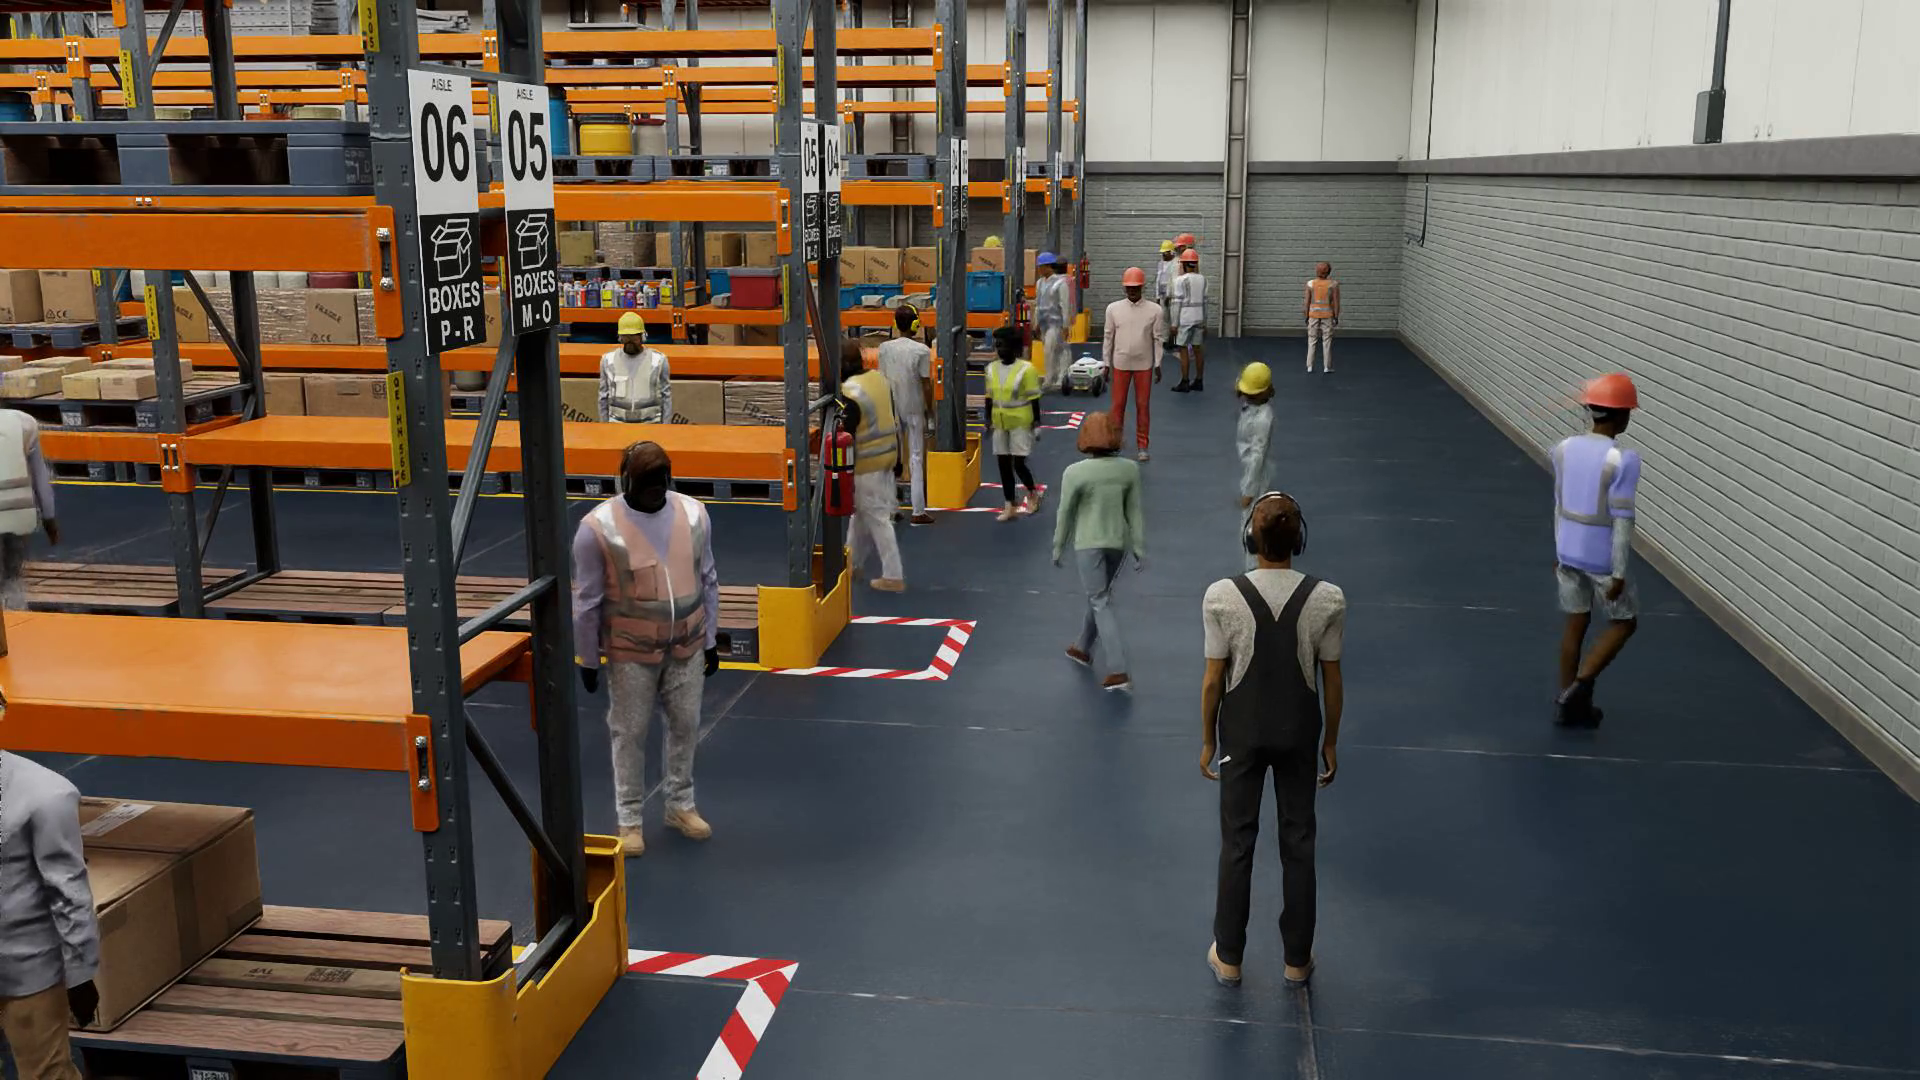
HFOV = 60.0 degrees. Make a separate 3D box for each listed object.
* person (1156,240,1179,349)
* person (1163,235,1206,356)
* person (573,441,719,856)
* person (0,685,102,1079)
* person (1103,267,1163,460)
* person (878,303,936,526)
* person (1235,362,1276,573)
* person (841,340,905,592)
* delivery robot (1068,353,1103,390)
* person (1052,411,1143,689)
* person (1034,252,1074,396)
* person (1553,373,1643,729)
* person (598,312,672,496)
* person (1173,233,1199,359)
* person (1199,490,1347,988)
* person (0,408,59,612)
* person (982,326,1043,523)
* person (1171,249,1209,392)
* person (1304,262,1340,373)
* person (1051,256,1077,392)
[{"bbox_3d":[3.527,-4.136,28.064,0.403,1.818,0.597,-10,16,-38],"label":"person"},{"bbox_3d":[3.645,-3.991,27.109,1.015,1.952,0.636,-6,14,-26],"label":"person"},{"bbox_3d":[-1.347,0.468,7.251,0.638,1.830,0.430,-8,15,-33],"label":"person"},{"bbox_3d":[-2.594,1.131,4.446,0.576,1.740,0.372,3,13,11],"label":"person"},{"bbox_3d":[1.777,-1.807,17.135,0.623,1.992,0.396,2,13,7],"label":"person"},{"bbox_3d":[-0.453,-1.050,14.003,0.535,1.868,0.309,6,14,24],"label":"person"},{"bbox_3d":[2.029,-0.384,11.407,0.346,1.699,0.612,1,13,5],"label":"person"},{"bbox_3d":[-0.752,-0.522,11.812,0.864,1.788,0.689,5,14,22],"label":"person"},{"bbox_3d":[1.688,-2.265,22.267,0.477,0.478,0.707,4,13,17],"label":"delivery robot"},{"bbox_3d":[0.818,0.045,9.706,0.512,1.585,0.887,-6,14,-26],"label":"person"},{"bbox_3d":[1.284,-2.903,22.274,0.846,1.917,0.621,-9,15,-34],"label":"person"},{"bbox_3d":[3.359,0.076,8.807,0.411,1.925,0.545,-7,14,-29],"label":"person"},{"bbox_3d":[-2.663,-0.953,13.648,0.600,1.831,0.404,-1,13,-6],"label":"person"},{"bbox_3d":[3.609,-3.888,26.551,0.407,1.987,0.614,-1,13,-6],"label":"person"},{"bbox_3d":[1.118,0.729,6.025,0.506,1.847,0.345,1,13,5],"label":"person"},{"bbox_3d":[-5.569,-0.092,9.557,0.489,1.915,0.717,6,14,26],"label":"person"},{"bbox_3d":[0.447,-0.973,14.080,0.584,1.676,0.390,10,16,37],"label":"person"},{"bbox_3d":[3.101,-2.971,22.556,0.544,1.928,0.401,-9,15,-35],"label":"person"},{"bbox_3d":[5.351,-3.285,24.616,0.522,1.640,0.306,5,14,22],"label":"person"},{"bbox_3d":[1.353,-2.928,22.580,0.431,1.835,0.618,4,13,16],"label":"person"}]
